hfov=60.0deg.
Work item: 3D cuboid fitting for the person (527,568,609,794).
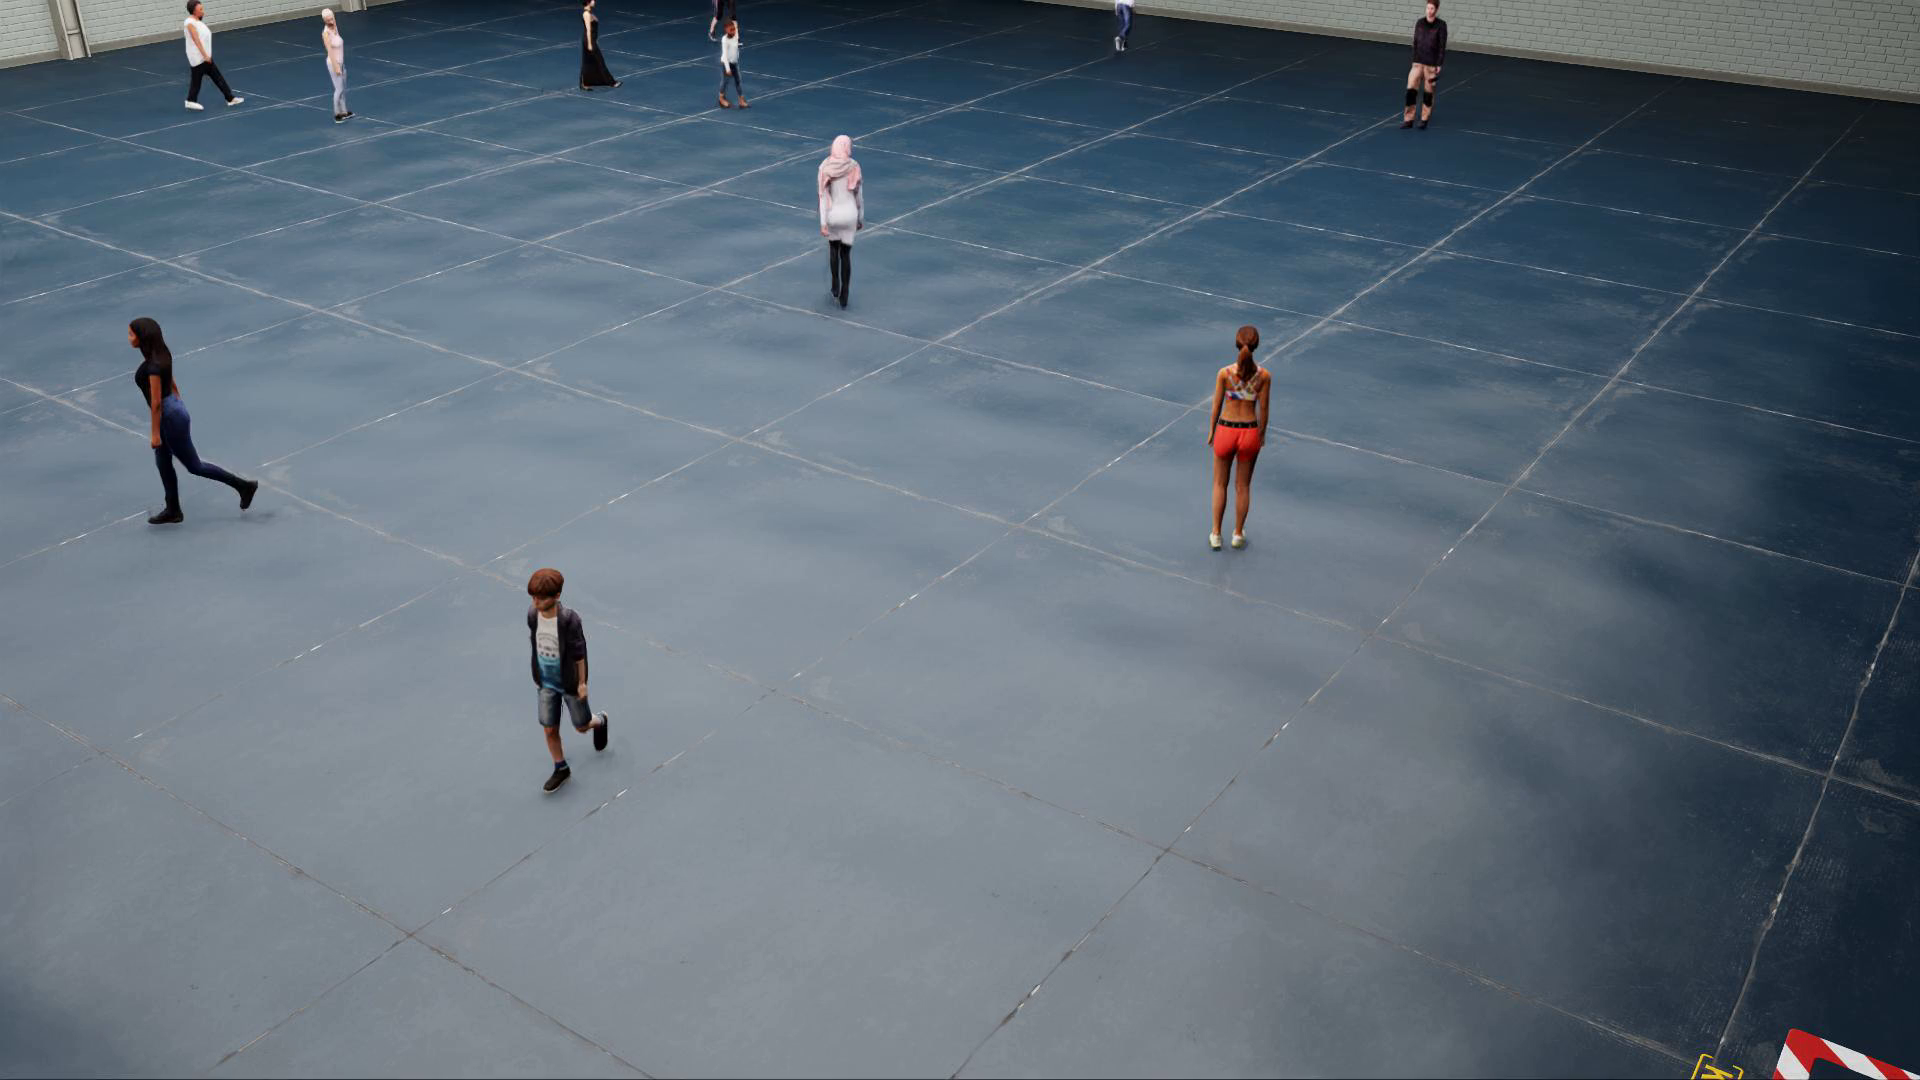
[{"bbox_3d":[-2.360,0.805,10.009,0.685,1.430,0.893,9,28,16],"label":"person"}]

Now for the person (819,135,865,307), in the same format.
[{"bbox_3d":[-1.272,-3.374,17.758,0.870,1.766,0.935,-7,28,-14],"label":"person"}]

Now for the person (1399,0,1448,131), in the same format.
[{"bbox_3d":[7.011,-7.107,24.859,0.709,1.902,0.905,16,31,28],"label":"person"}]

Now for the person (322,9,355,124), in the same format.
[{"bbox_3d":[-9.528,-7.273,25.408,0.876,1.694,0.715,-5,28,-10],"label":"person"}]

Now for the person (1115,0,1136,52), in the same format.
[{"bbox_3d":[2.963,-9.617,30.126,0.593,1.543,0.963,13,30,23],"label":"person"}]

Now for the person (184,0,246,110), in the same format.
[{"bbox_3d":[-11.932,-7.550,26.000,1.160,1.645,1.120,-4,27,-7],"label":"person"}]

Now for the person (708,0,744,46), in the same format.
[{"bbox_3d":[-4.411,-10.057,30.752,1.157,1.753,0.830,-23,35,-37],"label":"person"}]

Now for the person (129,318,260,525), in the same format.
[{"bbox_3d":[-6.072,-0.909,13.033,1.147,1.709,0.954,-10,29,-19],"label":"person"}]

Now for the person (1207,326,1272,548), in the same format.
[{"bbox_3d":[2.090,-0.758,12.656,0.695,1.787,0.722,3,27,6],"label":"person"}]

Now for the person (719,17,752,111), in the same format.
[{"bbox_3d":[-3.643,-7.468,26.091,0.643,1.416,0.892,16,31,28],"label":"person"}]

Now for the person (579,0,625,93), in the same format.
[{"bbox_3d":[-6.118,-8.095,27.139,1.047,1.571,0.933,-8,28,-16],"label":"person"}]
